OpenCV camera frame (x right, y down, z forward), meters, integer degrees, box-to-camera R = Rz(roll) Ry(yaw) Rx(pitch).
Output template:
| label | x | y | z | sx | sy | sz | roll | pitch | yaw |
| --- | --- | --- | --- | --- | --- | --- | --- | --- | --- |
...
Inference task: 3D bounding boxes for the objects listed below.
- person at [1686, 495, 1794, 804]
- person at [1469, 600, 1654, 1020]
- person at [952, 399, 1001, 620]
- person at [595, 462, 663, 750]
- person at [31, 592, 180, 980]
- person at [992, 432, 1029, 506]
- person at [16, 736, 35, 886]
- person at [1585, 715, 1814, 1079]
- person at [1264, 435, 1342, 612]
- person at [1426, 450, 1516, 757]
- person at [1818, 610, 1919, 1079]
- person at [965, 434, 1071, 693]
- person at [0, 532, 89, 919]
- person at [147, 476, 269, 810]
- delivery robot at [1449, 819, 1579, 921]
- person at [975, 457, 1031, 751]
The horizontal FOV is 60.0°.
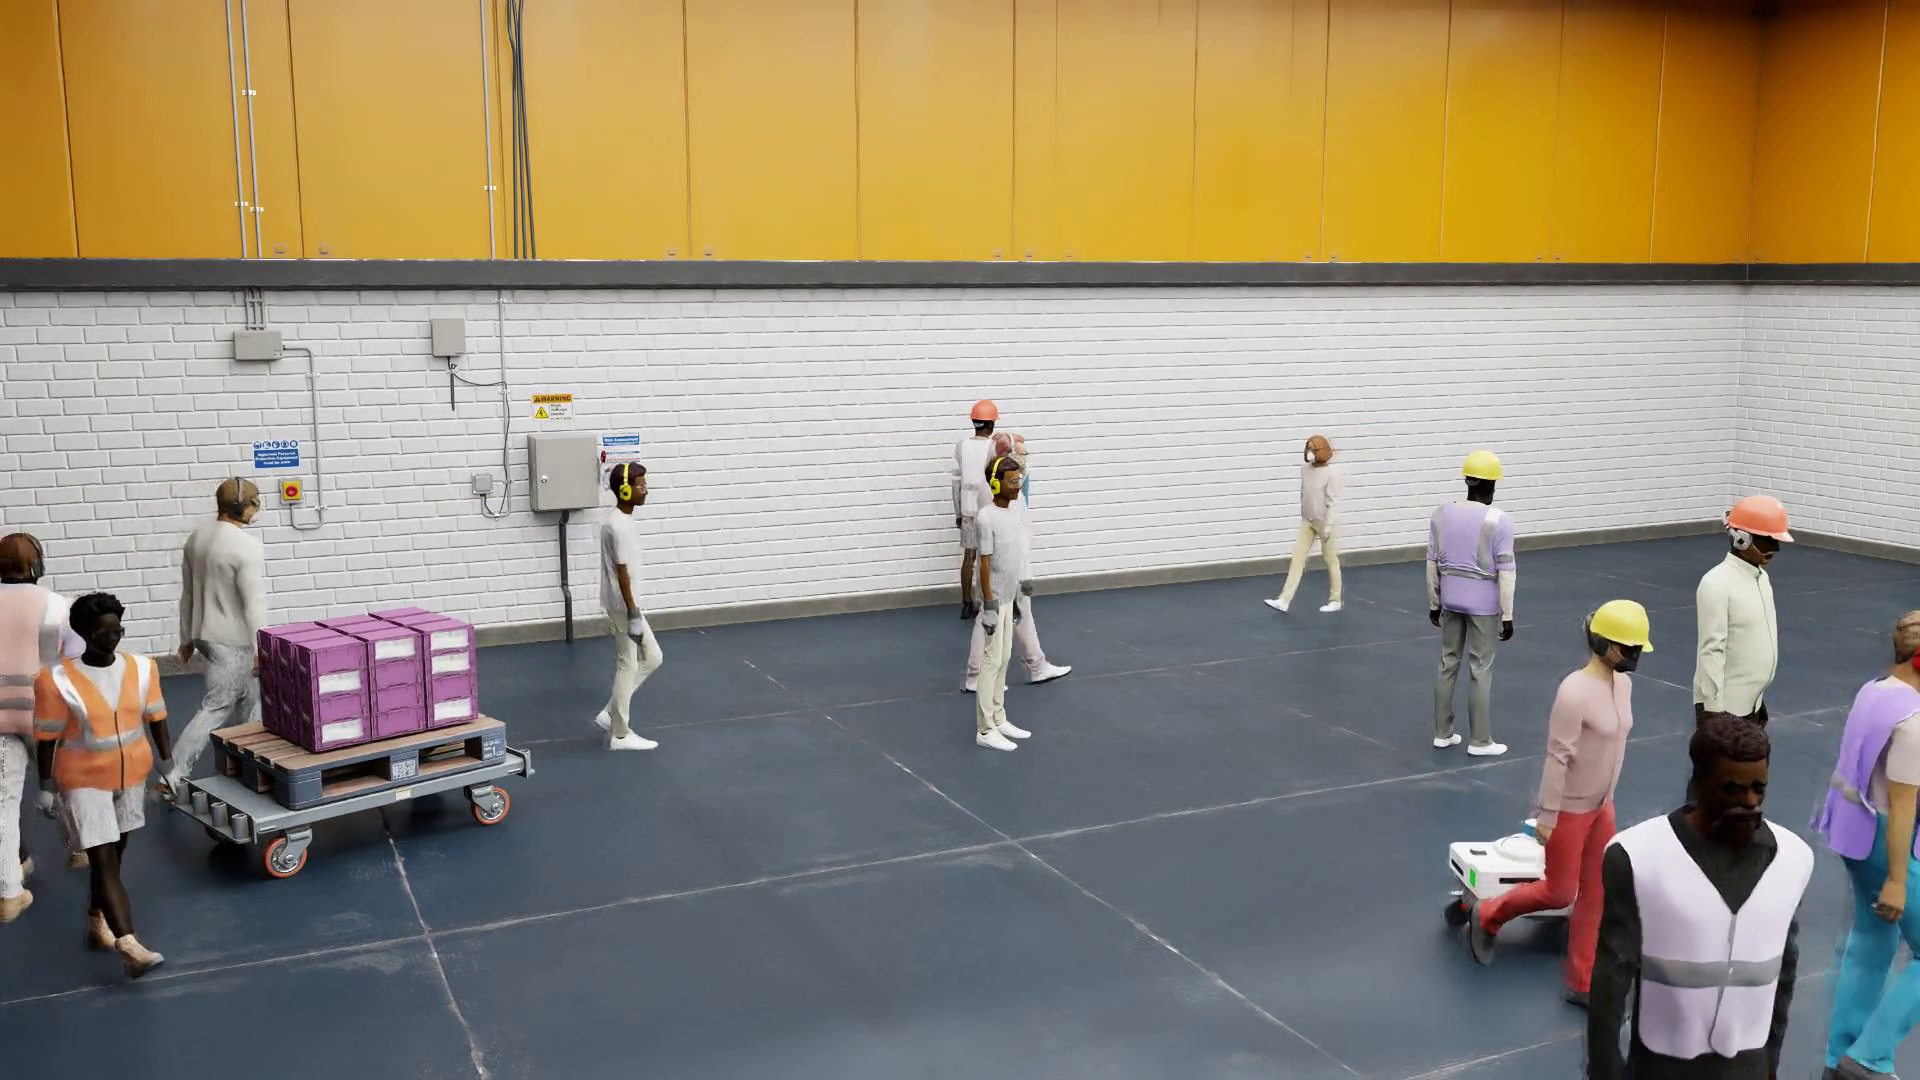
| label | x | y | z | sx | sy | sz | roll | pitch | yaw |
| --- | --- | --- | --- | --- | --- | --- | --- | --- | --- |
| person | 3.722 | 0.766 | 7.974 | 0.391 | 1.989 | 0.611 | 9 | 13 | 44 |
| person | 2.496 | 1.070 | 6.890 | 0.539 | 1.733 | 0.651 | -8 | 12 | -41 |
| person | 0.203 | -0.255 | 14.467 | 0.551 | 1.936 | 0.356 | 5 | 10 | 29 |
| person | -2.072 | 0.428 | 10.493 | 0.398 | 1.852 | 0.540 | -1 | 9 | -7 |
| person | -3.628 | 1.052 | 7.182 | 0.868 | 1.651 | 0.545 | 6 | 11 | 35 |
| person | 0.389 | -0.121 | 14.563 | 0.525 | 1.638 | 0.307 | -7 | 11 | -37 |
| person | -4.764 | 0.883 | 7.870 | 0.567 | 1.799 | 0.758 | -4 | 10 | -22 |
| person | 1.974 | 1.363 | 4.608 | 0.615 | 1.889 | 0.827 | -1 | 9 | -7 |
| person | 3.100 | -0.124 | 14.694 | 0.831 | 1.587 | 0.530 | -6 | 11 | -31 |
| person | 3.223 | 0.396 | 10.461 | 0.373 | 1.925 | 0.595 | -8 | 12 | -40 |
| person | 3.408 | 1.156 | 6.063 | 0.482 | 1.818 | 0.598 | 2 | 9 | 14 |
| person | 0.445 | 0.178 | 11.961 | 0.907 | 1.871 | 0.677 | -1 | 9 | -8 |
| person | -4.530 | 0.849 | 8.084 | 0.626 | 1.790 | 0.972 | -2 | 9 | -15 |
| person | -4.251 | 0.579 | 9.495 | 0.671 | 1.892 | 0.970 | 8 | 12 | 39 |
| delivery robot | 2.593 | 1.508 | 7.519 | 0.707 | 0.478 | 0.477 | 0 | 9 | 0 |
| person | 0.271 | 0.395 | 10.646 | 0.328 | 1.872 | 0.514 | 3 | 10 | 20 |
